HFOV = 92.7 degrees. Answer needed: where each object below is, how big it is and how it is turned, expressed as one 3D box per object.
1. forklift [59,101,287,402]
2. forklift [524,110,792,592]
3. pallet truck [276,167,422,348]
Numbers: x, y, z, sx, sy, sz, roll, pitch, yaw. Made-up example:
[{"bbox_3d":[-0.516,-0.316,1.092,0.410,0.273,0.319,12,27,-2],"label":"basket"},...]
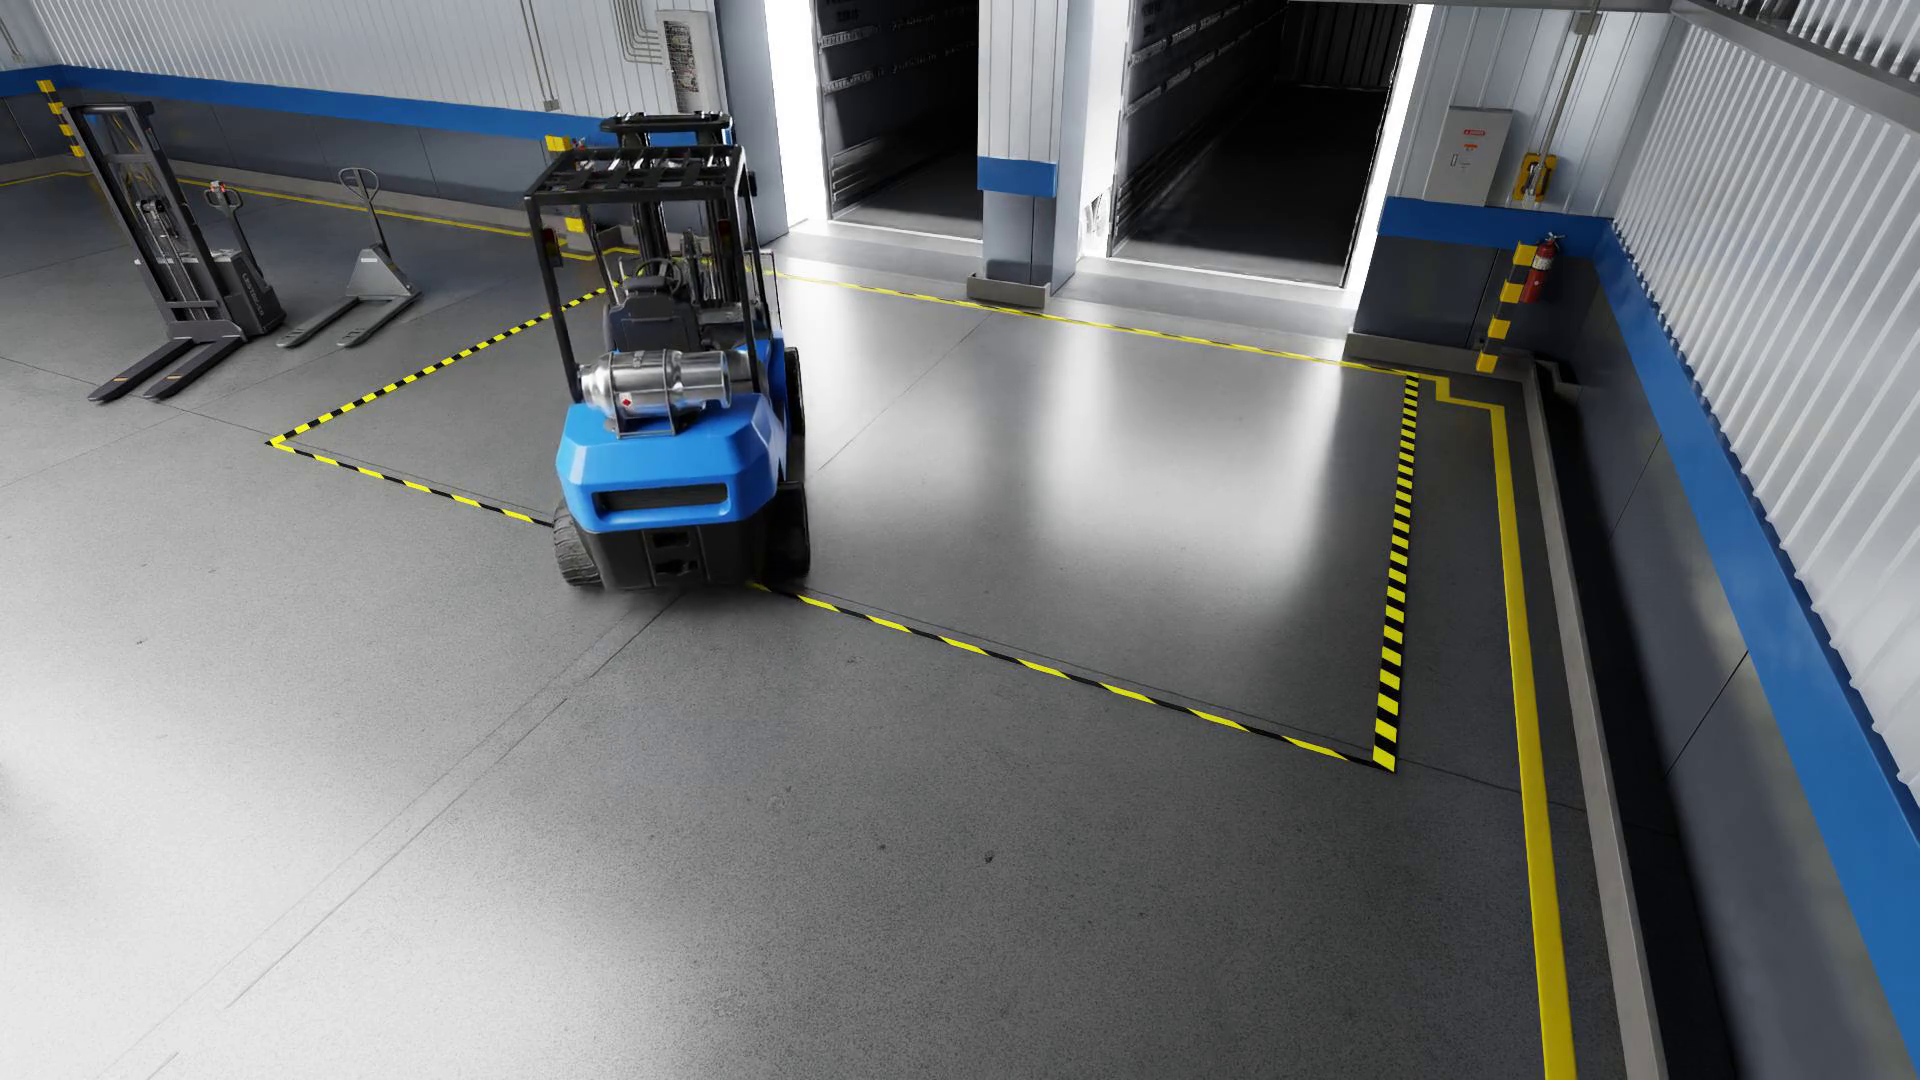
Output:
[{"bbox_3d":[-6.686,-2.387,7.434,0.823,1.965,1.885,-3,35,-5],"label":"forklift"},{"bbox_3d":[-1.702,-1.266,5.520,1.157,2.036,2.680,-5,35,-7],"label":"forklift"},{"bbox_3d":[-5.732,-2.611,8.414,0.680,1.201,1.601,-1,35,-1],"label":"pallet truck"}]
